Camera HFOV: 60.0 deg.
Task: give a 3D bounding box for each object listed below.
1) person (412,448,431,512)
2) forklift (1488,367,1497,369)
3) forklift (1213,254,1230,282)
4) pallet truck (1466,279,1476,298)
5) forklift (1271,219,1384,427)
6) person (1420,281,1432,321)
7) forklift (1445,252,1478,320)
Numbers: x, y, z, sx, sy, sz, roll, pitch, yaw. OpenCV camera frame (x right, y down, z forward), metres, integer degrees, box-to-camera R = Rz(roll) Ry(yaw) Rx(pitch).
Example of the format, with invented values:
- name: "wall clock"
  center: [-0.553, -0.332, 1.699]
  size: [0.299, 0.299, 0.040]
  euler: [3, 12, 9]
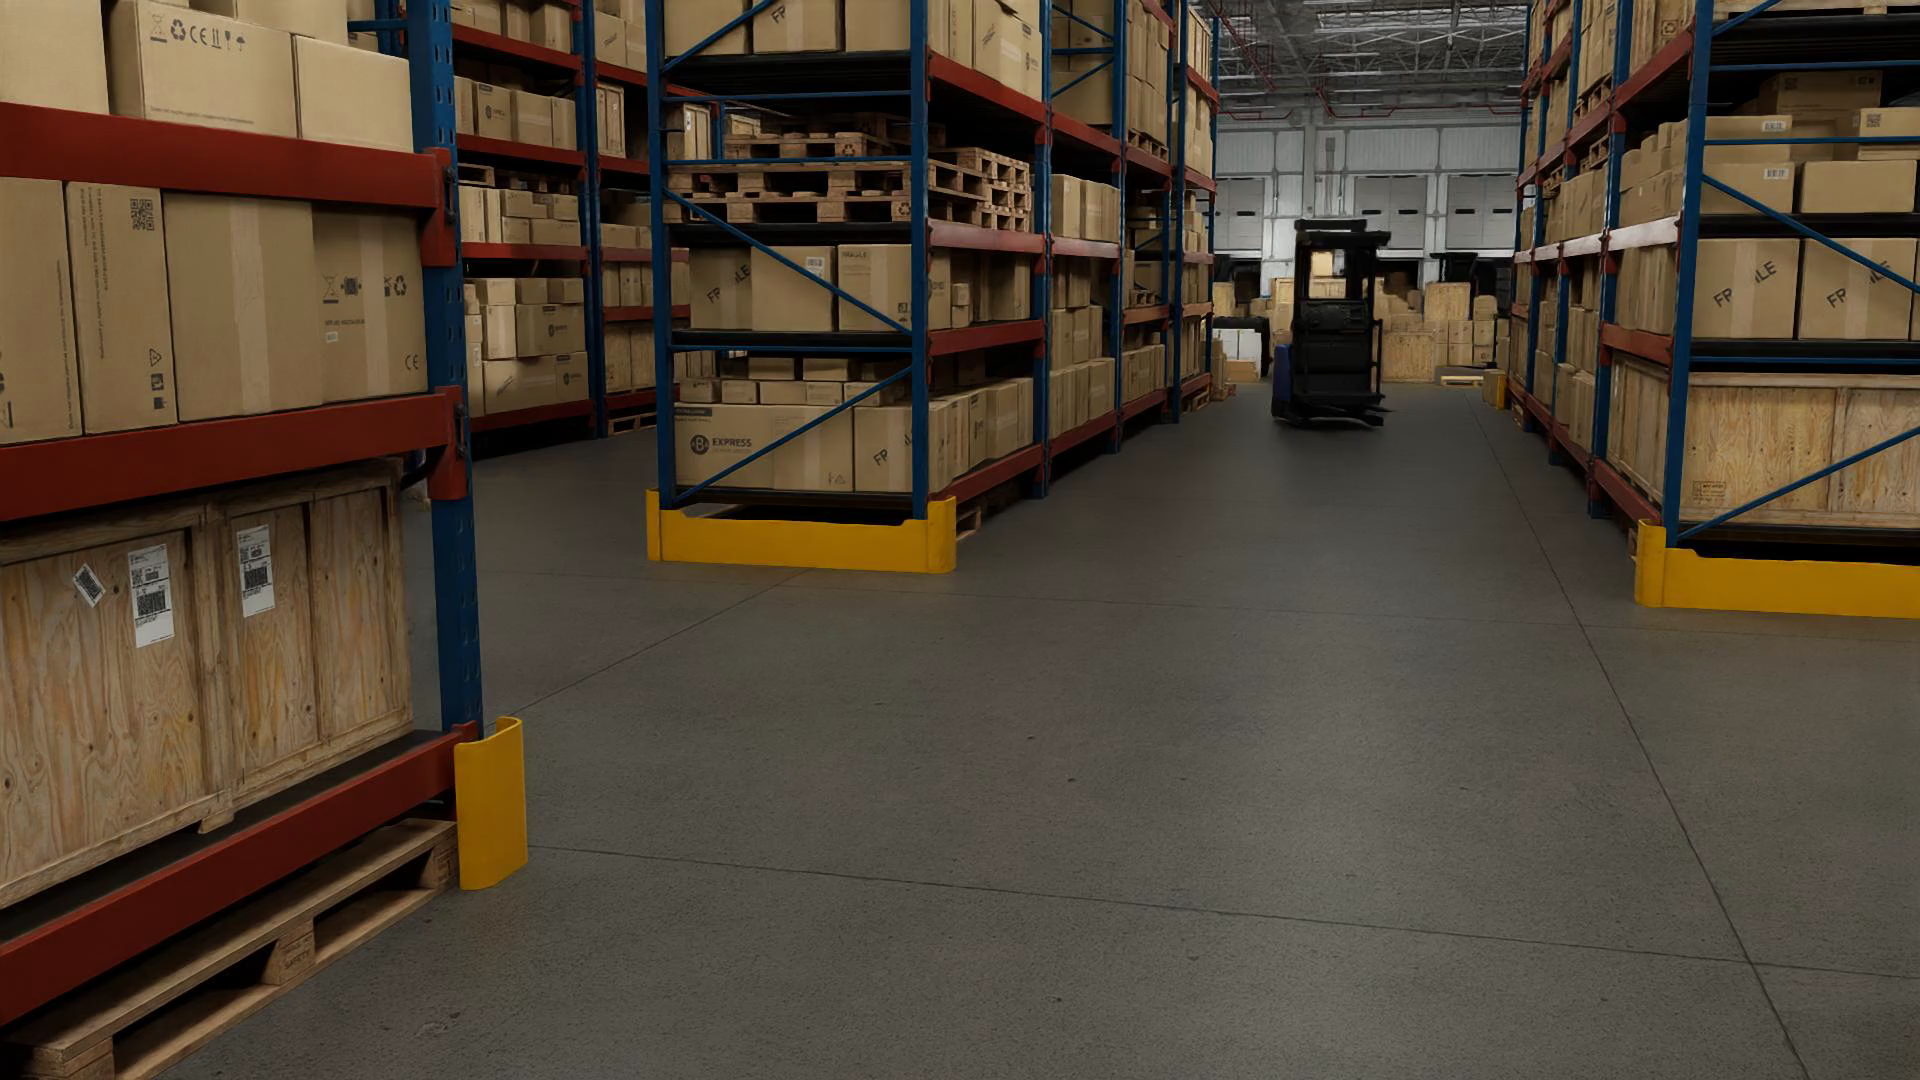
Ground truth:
- name: "person"
  center: [-4.587, -1.152, 14.456]
  size: [0.625, 1.828, 0.458]
  euler: [9, 12, 43]
- name: "forklift"
  center: [12.037, -4.793, 34.225]
  size: [1.129, 2.768, 1.873]
  euler: [-4, 10, -26]
- name: "forklift"
  center: [8.566, -8.070, 55.044]
  size: [1.873, 2.768, 1.129]
  euler: [-2, 9, -14]
- name: "pallet truck"
  center: [18.896, -8.459, 60.307]
  size: [1.885, 1.965, 0.823]
  euler: [5, 10, 31]
- name: "forklift"
  center: [5.053, -3.017, 22.942]
  size: [1.129, 2.768, 1.873]
  euler: [-1, 9, -4]
- name: "person"
  center: [14.134, -6.799, 49.991]
  size: [0.629, 1.931, 0.383]
  euler: [8, 12, 41]
- name: "forklift"
  center: [15.464, -7.504, 51.449]
  size: [1.129, 2.768, 1.873]
  euler: [-2, 9, -11]
